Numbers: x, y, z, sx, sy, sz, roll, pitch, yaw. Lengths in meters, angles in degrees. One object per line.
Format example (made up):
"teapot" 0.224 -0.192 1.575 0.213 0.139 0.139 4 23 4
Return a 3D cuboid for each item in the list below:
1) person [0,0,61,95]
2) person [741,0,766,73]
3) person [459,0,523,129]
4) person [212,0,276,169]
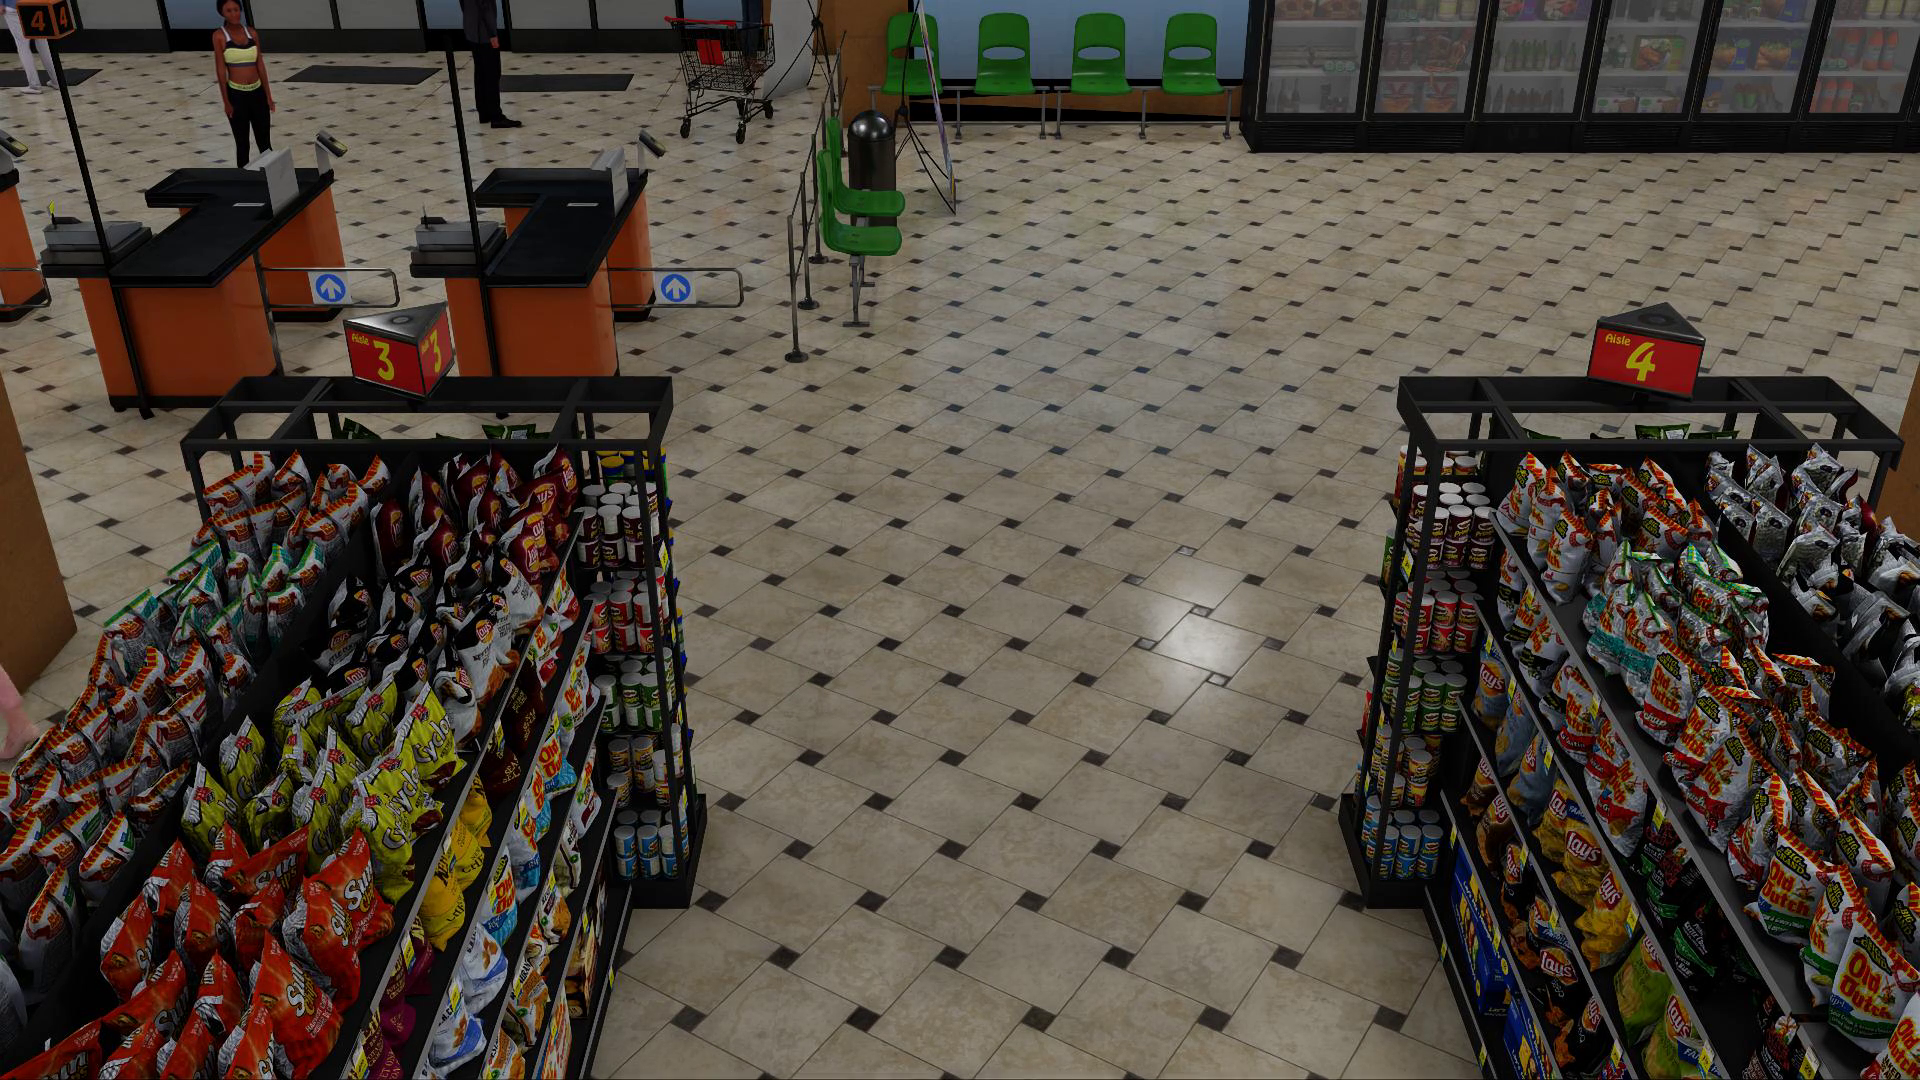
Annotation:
"person" -9.866 -5.657 17.439 0.797 1.887 0.675 16 32 27
"person" -2.322 -6.103 18.357 0.733 1.792 0.620 -15 32 -26
"person" -4.667 -4.989 16.263 0.867 1.842 0.776 -21 35 -33
"person" -6.007 -3.698 13.991 0.639 1.754 0.692 -24 37 -36
